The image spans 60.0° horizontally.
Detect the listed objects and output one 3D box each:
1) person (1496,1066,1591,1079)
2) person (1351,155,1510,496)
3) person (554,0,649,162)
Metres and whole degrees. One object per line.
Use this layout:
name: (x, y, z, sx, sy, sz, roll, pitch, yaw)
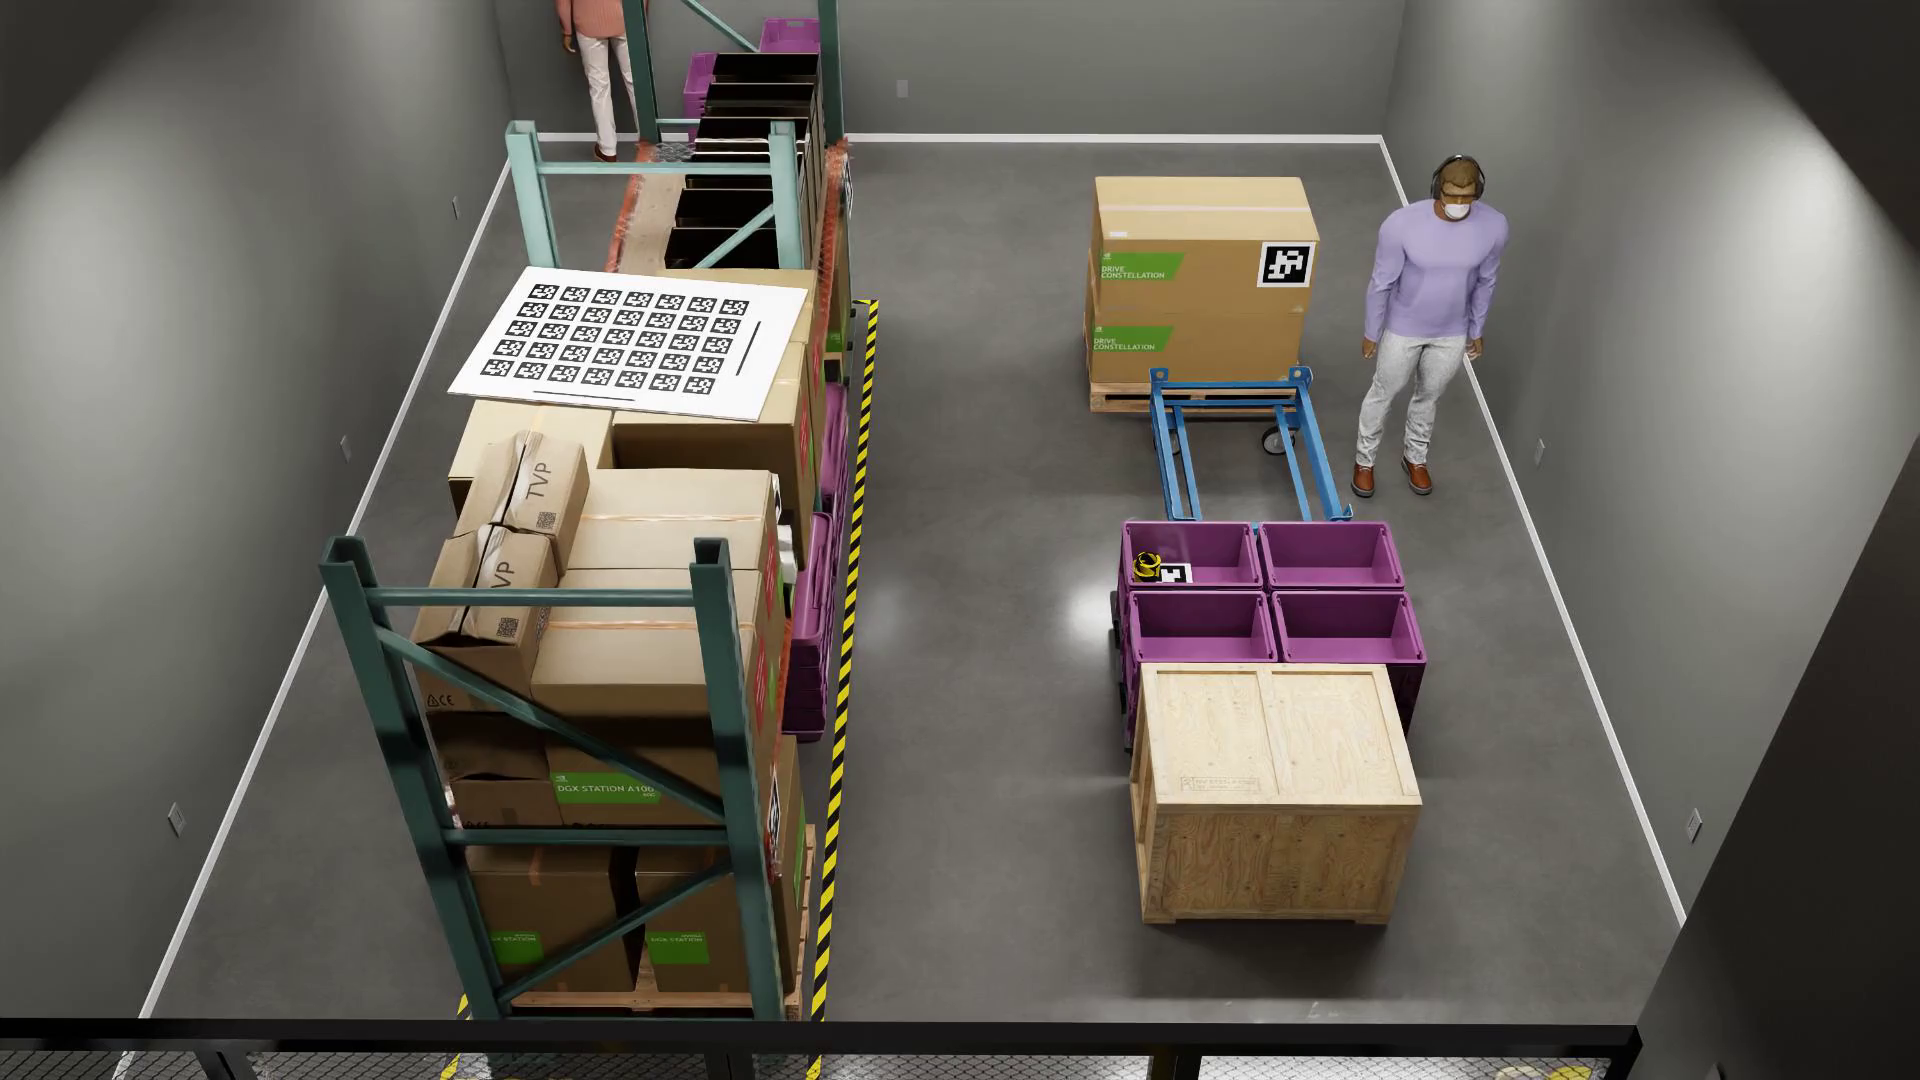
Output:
person: (1.612, 2.071, 4.831, 0.404, 1.830, 0.602, 5, 41, 6)
person: (2.323, -1.055, 8.316, 0.636, 1.938, 0.355, -1, 41, -2)
person: (-2.352, -3.426, 10.978, 0.612, 1.995, 0.392, -15, 43, -16)
